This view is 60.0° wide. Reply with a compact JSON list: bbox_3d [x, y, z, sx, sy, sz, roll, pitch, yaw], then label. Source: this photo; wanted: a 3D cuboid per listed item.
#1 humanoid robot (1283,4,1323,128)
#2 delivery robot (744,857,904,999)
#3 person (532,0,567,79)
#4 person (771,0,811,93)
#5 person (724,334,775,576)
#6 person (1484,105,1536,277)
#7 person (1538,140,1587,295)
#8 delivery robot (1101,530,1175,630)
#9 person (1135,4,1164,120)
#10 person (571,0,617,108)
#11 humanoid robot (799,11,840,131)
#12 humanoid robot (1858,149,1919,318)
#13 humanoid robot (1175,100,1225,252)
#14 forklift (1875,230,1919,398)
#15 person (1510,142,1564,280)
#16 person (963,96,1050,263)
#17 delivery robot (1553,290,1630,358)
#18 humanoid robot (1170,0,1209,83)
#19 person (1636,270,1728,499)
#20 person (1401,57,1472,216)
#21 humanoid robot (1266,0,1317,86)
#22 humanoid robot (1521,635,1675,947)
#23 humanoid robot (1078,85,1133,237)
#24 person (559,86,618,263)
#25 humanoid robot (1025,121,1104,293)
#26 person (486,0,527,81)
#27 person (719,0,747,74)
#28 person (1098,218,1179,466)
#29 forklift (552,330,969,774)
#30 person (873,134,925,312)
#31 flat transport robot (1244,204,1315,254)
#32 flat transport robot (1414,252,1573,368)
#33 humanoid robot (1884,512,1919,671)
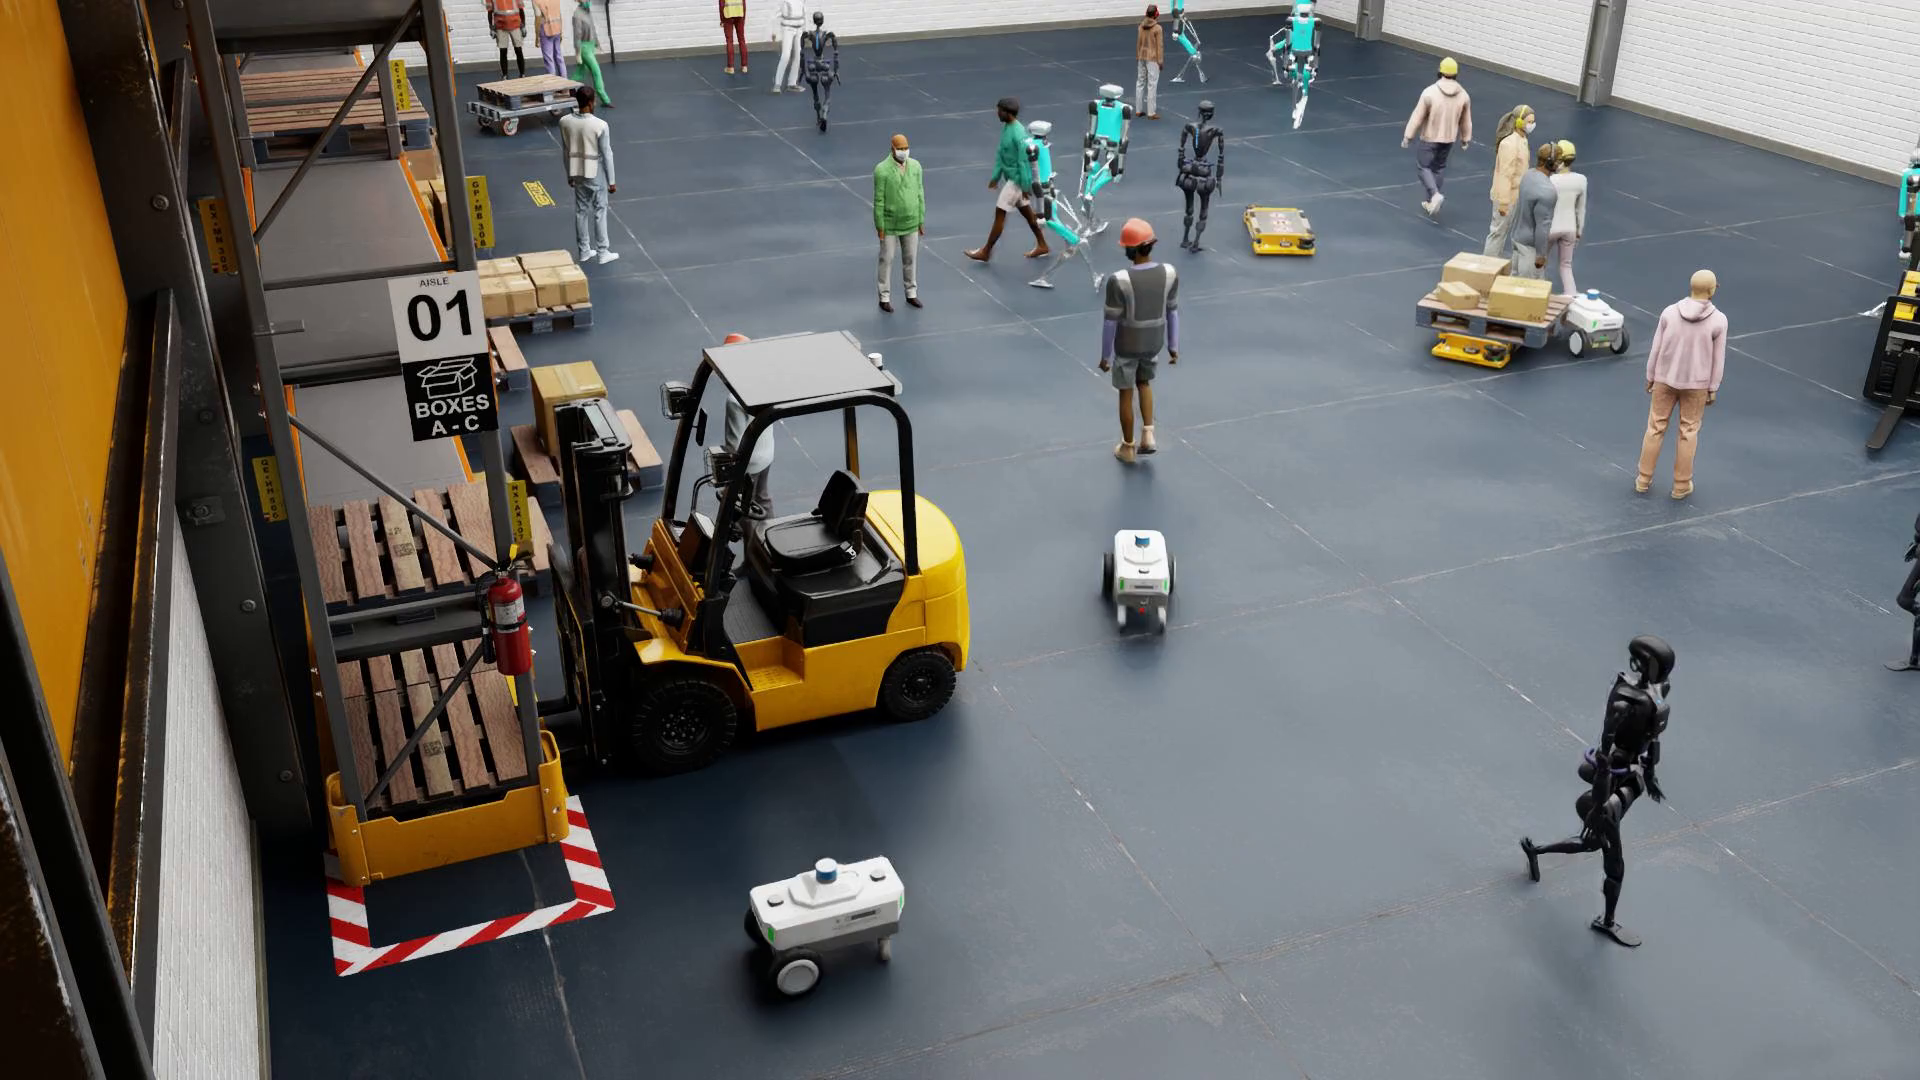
[{"bbox_3d":[4.978,-6.926,24.172,0.535,1.778,0.990,8,28,15],"label":"humanoid robot"},{"bbox_3d":[-0.674,1.824,8.060,0.784,0.613,0.522,-10,28,-19],"label":"delivery robot"},{"bbox_3d":[-6.361,-7.837,25.830,0.379,1.838,0.565,15,30,26],"label":"person"},{"bbox_3d":[-2.659,-7.963,26.088,0.356,1.833,0.711,22,34,37],"label":"person"},{"bbox_3d":[-1.472,-0.590,11.521,0.344,1.740,0.572,9,28,16],"label":"person"},{"bbox_3d":[5.697,-3.595,17.352,0.391,1.874,0.566,14,30,26],"label":"person"},{"bbox_3d":[5.933,-3.031,16.388,0.533,1.735,0.697,-5,27,-10],"label":"person"},{"bbox_3d":[1.219,0.217,11.223,0.499,0.581,0.767,1,27,2],"label":"delivery robot"},{"bbox_3d":[2.769,-7.013,24.403,0.462,1.648,0.327,23,35,38],"label":"person"},{"bbox_3d":[-5.675,-7.432,25.071,0.860,1.809,0.571,2,27,4],"label":"person"},{"bbox_3d":[-2.025,-6.715,23.811,0.610,1.632,0.696,0,27,0],"label":"humanoid robot"},{"bbox_3d":[9.469,-2.862,16.119,1.017,1.771,0.561,13,30,24],"label":"humanoid robot"},{"bbox_3d":[2.627,-4.040,18.478,0.589,1.651,0.423,16,31,29],"label":"humanoid robot"},{"bbox_3d":[9.029,-2.397,14.618,1.214,2.155,2.313,18,32,32],"label":"forklift"},{"bbox_3d":[5.393,-2.795,15.708,0.369,1.932,0.621,-1,27,-2],"label":"person"},{"bbox_3d":[0.549,-3.905,18.059,1.019,1.788,0.483,-4,27,-9],"label":"person"},{"bbox_3d":[5.972,-2.074,15.781,0.499,0.582,0.764,-5,27,-10],"label":"delivery robot"},{"bbox_3d":[3.742,-8.169,26.692,0.832,1.862,0.546,6,27,12],"label":"humanoid robot"},{"bbox_3d":[5.483,-1.176,12.640,0.535,1.780,0.400,15,30,27],"label":"person"},{"bbox_3d":[5.679,-4.753,19.687,0.805,1.844,0.691,-5,27,-9],"label":"person"},{"bbox_3d":[5.188,-7.920,26.109,1.004,1.734,0.541,-12,29,-22],"label":"humanoid robot"},{"bbox_3d":[3.148,1.157,8.160,0.586,1.634,0.727,-23,35,-38],"label":"humanoid robot"},{"bbox_3d":[1.532,-4.162,18.647,0.530,1.723,1.024,16,31,28],"label":"humanoid robot"},{"bbox_3d":[-4.009,-3.943,18.011,0.595,1.908,0.408,9,28,17],"label":"person"},{"bbox_3d":[1.148,-3.407,17.151,0.972,1.766,0.535,7,27,13],"label":"humanoid robot"},{"bbox_3d":[-7.155,-8.135,26.297,0.596,1.958,0.367,-7,27,-13],"label":"person"},{"bbox_3d":[-3.743,-8.609,27.443,0.466,1.768,0.378,-12,29,-22],"label":"person"},{"bbox_3d":[1.397,-1.549,13.120,0.655,2.017,0.435,-9,28,-17],"label":"person"},{"bbox_3d":[-1.094,0.010,9.831,2.313,2.155,1.214,-10,28,-20],"label":"forklift"},{"bbox_3d":[-0.610,-3.168,16.619,0.539,1.776,0.388,-12,29,-22],"label":"person"},{"bbox_3d":[3.653,-3.555,19.058,0.659,0.231,1.431,2,27,3],"label":"flat transport robot"},{"bbox_3d":[5.087,-1.984,15.933,0.659,0.231,1.431,16,31,29],"label":"flat transport robot"},{"bbox_3d":[6.149,0.074,10.284,0.468,1.643,0.609,1,27,2],"label":"humanoid robot"}]
